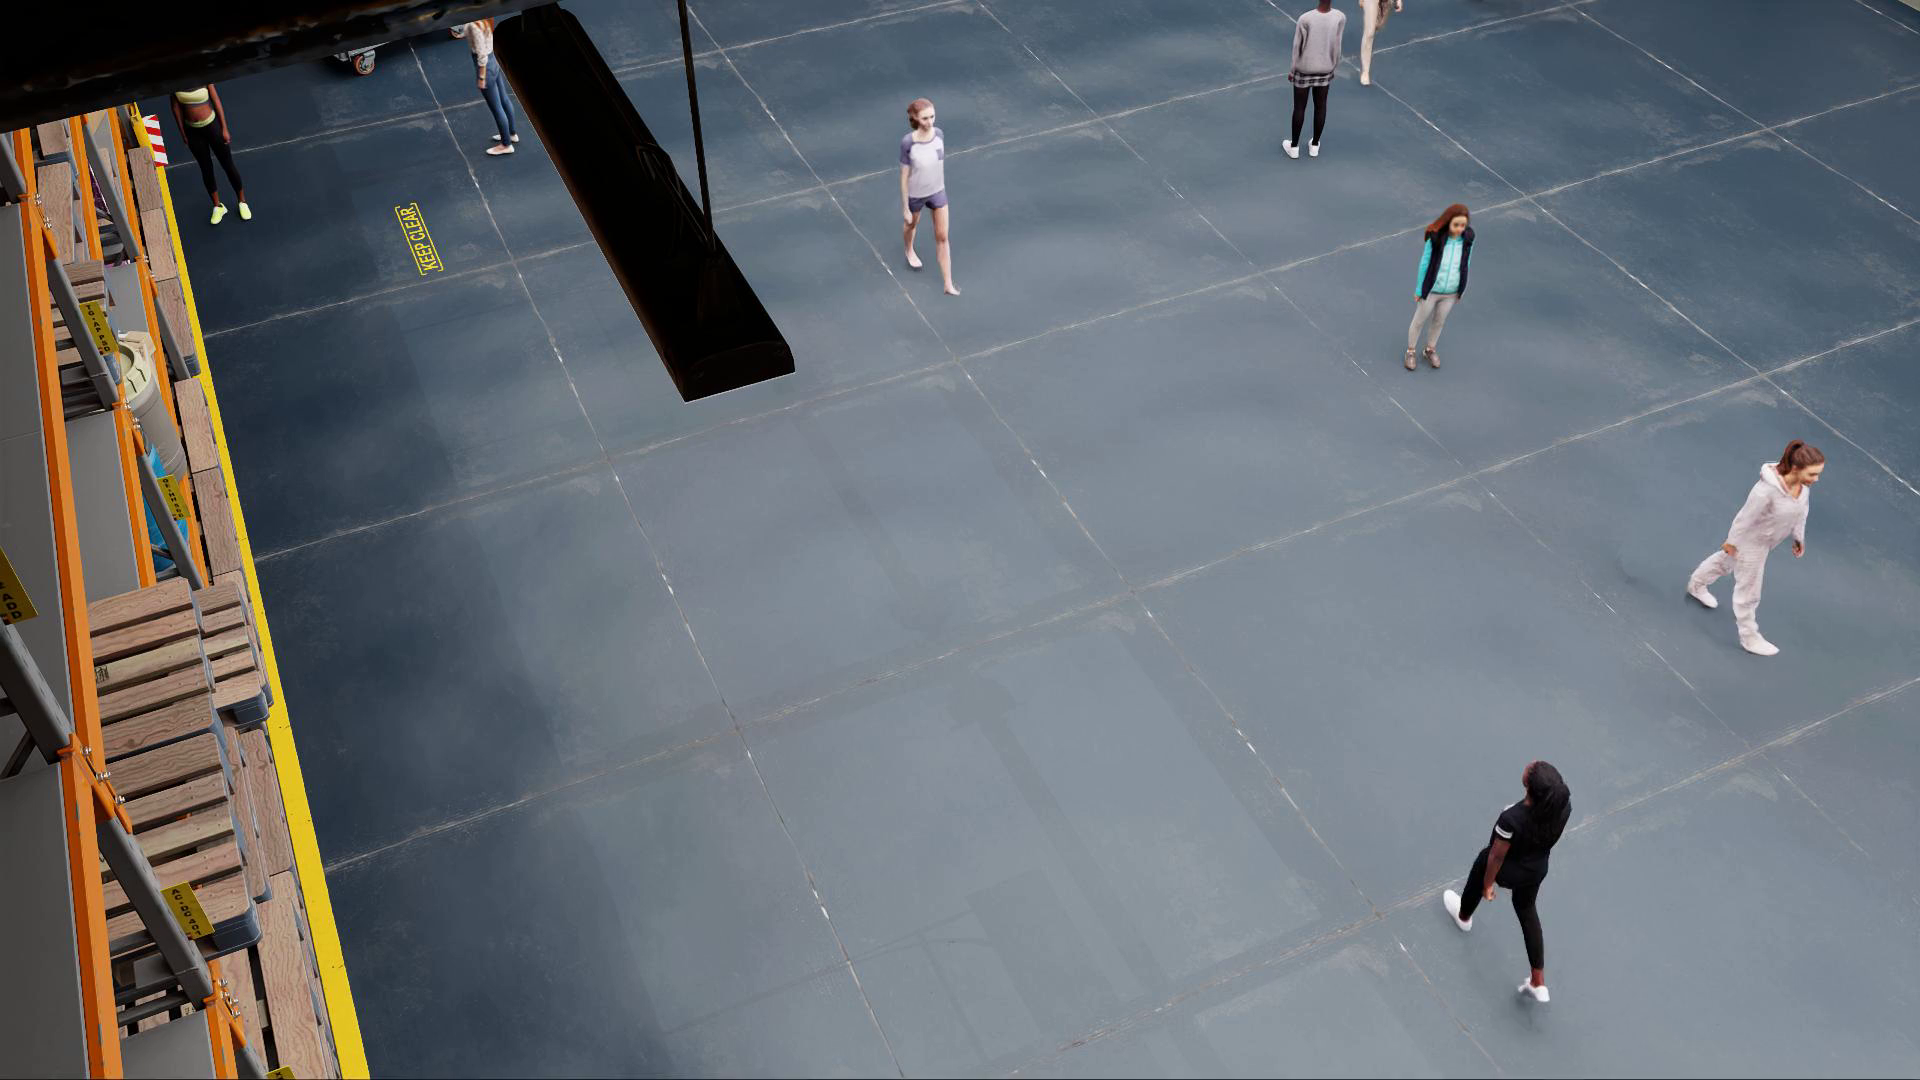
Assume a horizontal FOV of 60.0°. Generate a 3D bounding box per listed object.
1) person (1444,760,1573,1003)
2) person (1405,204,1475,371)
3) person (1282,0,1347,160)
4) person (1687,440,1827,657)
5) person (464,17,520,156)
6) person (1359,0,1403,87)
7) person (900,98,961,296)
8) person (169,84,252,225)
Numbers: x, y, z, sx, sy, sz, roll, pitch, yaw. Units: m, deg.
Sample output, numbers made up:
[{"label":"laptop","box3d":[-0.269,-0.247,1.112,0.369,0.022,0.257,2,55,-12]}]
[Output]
[{"label":"person","box3d":[3.103,1.857,9.138,0.722,1.699,1.169,-12,45,-12]},{"label":"person","box3d":[3.853,-2.047,13.380,0.643,1.501,0.670,-5,44,-5]},{"label":"person","box3d":[3.345,-4.442,15.696,0.682,1.774,0.657,-3,44,-3]},{"label":"person","box3d":[5.300,-0.081,11.220,0.743,1.633,1.084,-25,49,-24]},{"label":"person","box3d":[-4.469,-4.501,15.790,0.711,1.729,0.594,2,44,2]},{"label":"person","box3d":[4.272,-5.580,16.967,0.924,1.669,1.183,-1,44,-1]},{"label":"person","box3d":[-0.343,-2.983,14.207,0.601,1.716,1.125,-16,46,-17]},{"label":"person","box3d":[-6.770,-3.676,14.904,0.596,1.757,0.569,-10,44,-10]}]
